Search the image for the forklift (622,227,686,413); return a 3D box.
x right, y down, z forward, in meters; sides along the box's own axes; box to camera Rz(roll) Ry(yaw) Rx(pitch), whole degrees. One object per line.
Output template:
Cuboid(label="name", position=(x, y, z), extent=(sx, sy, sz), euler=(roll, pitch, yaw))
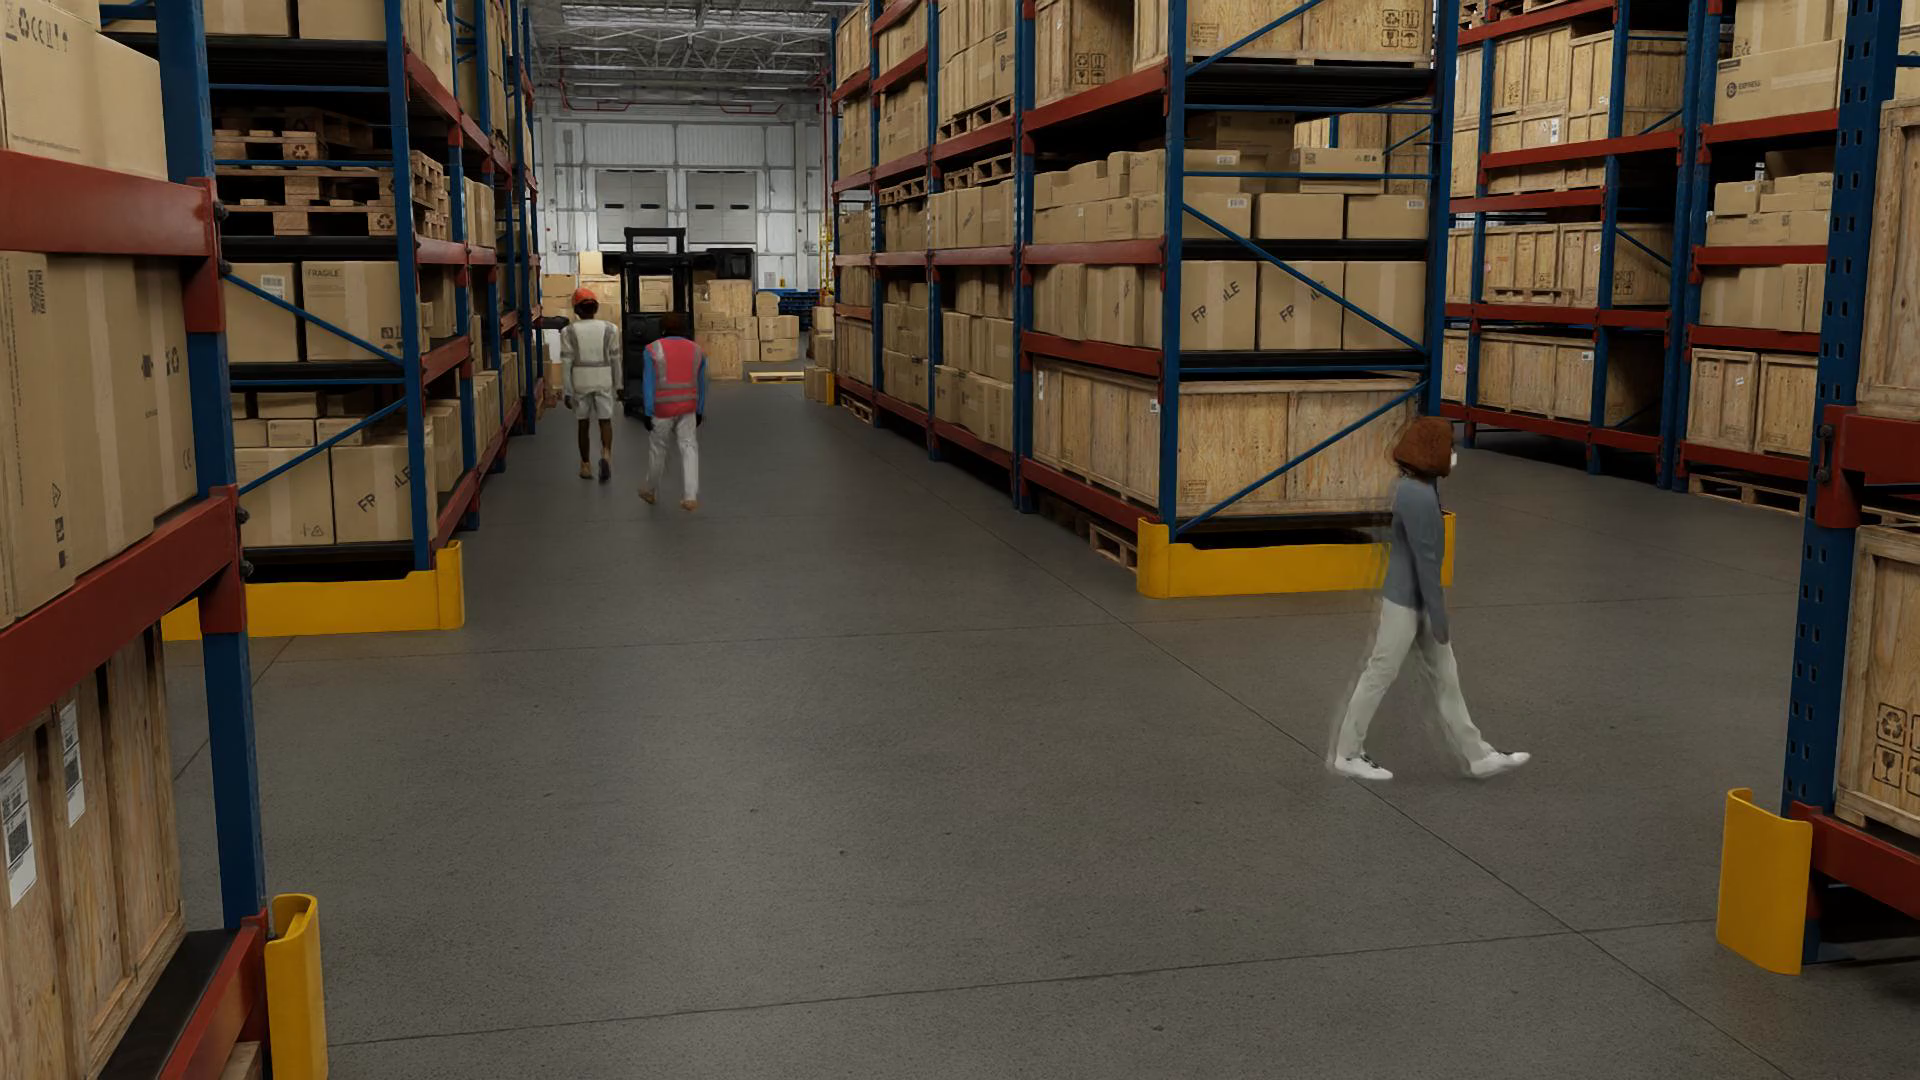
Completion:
Cuboid(label="forklift", position=(-4.688, -3.430, 25.730), extent=(1.129, 2.768, 1.873), euler=(-2, 10, -12))

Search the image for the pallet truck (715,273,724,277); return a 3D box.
Cuboid(label="pallet truck", position=(-8.580, -8.986, 62.280), extent=(1.885, 1.965, 0.823), euler=(1, 9, 5))

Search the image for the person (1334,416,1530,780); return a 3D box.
Cuboid(label="person", position=(2.017, 0.272, 7.070), extent=(0.850, 1.584, 0.519), euler=(3, 10, 17))

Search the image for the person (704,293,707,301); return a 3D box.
Cuboid(label="person", position=(-6.180, -5.627, 42.086), extent=(0.592, 1.914, 0.398), euler=(-5, 10, -27))

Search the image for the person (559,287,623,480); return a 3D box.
Cuboid(label="person", position=(-3.810, -1.605, 17.216), extent=(0.643, 2.029, 0.719), euler=(-3, 10, -18))

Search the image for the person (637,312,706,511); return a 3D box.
Cuboid(label="person", position=(-2.687, -1.193, 15.374), extent=(0.665, 1.800, 0.923), euler=(-6, 11, -32))

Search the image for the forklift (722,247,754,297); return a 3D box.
Cuboid(label="forklift", position=(-6.924, -7.739, 51.995), extent=(1.129, 2.768, 1.873), euler=(-7, 12, -38))
